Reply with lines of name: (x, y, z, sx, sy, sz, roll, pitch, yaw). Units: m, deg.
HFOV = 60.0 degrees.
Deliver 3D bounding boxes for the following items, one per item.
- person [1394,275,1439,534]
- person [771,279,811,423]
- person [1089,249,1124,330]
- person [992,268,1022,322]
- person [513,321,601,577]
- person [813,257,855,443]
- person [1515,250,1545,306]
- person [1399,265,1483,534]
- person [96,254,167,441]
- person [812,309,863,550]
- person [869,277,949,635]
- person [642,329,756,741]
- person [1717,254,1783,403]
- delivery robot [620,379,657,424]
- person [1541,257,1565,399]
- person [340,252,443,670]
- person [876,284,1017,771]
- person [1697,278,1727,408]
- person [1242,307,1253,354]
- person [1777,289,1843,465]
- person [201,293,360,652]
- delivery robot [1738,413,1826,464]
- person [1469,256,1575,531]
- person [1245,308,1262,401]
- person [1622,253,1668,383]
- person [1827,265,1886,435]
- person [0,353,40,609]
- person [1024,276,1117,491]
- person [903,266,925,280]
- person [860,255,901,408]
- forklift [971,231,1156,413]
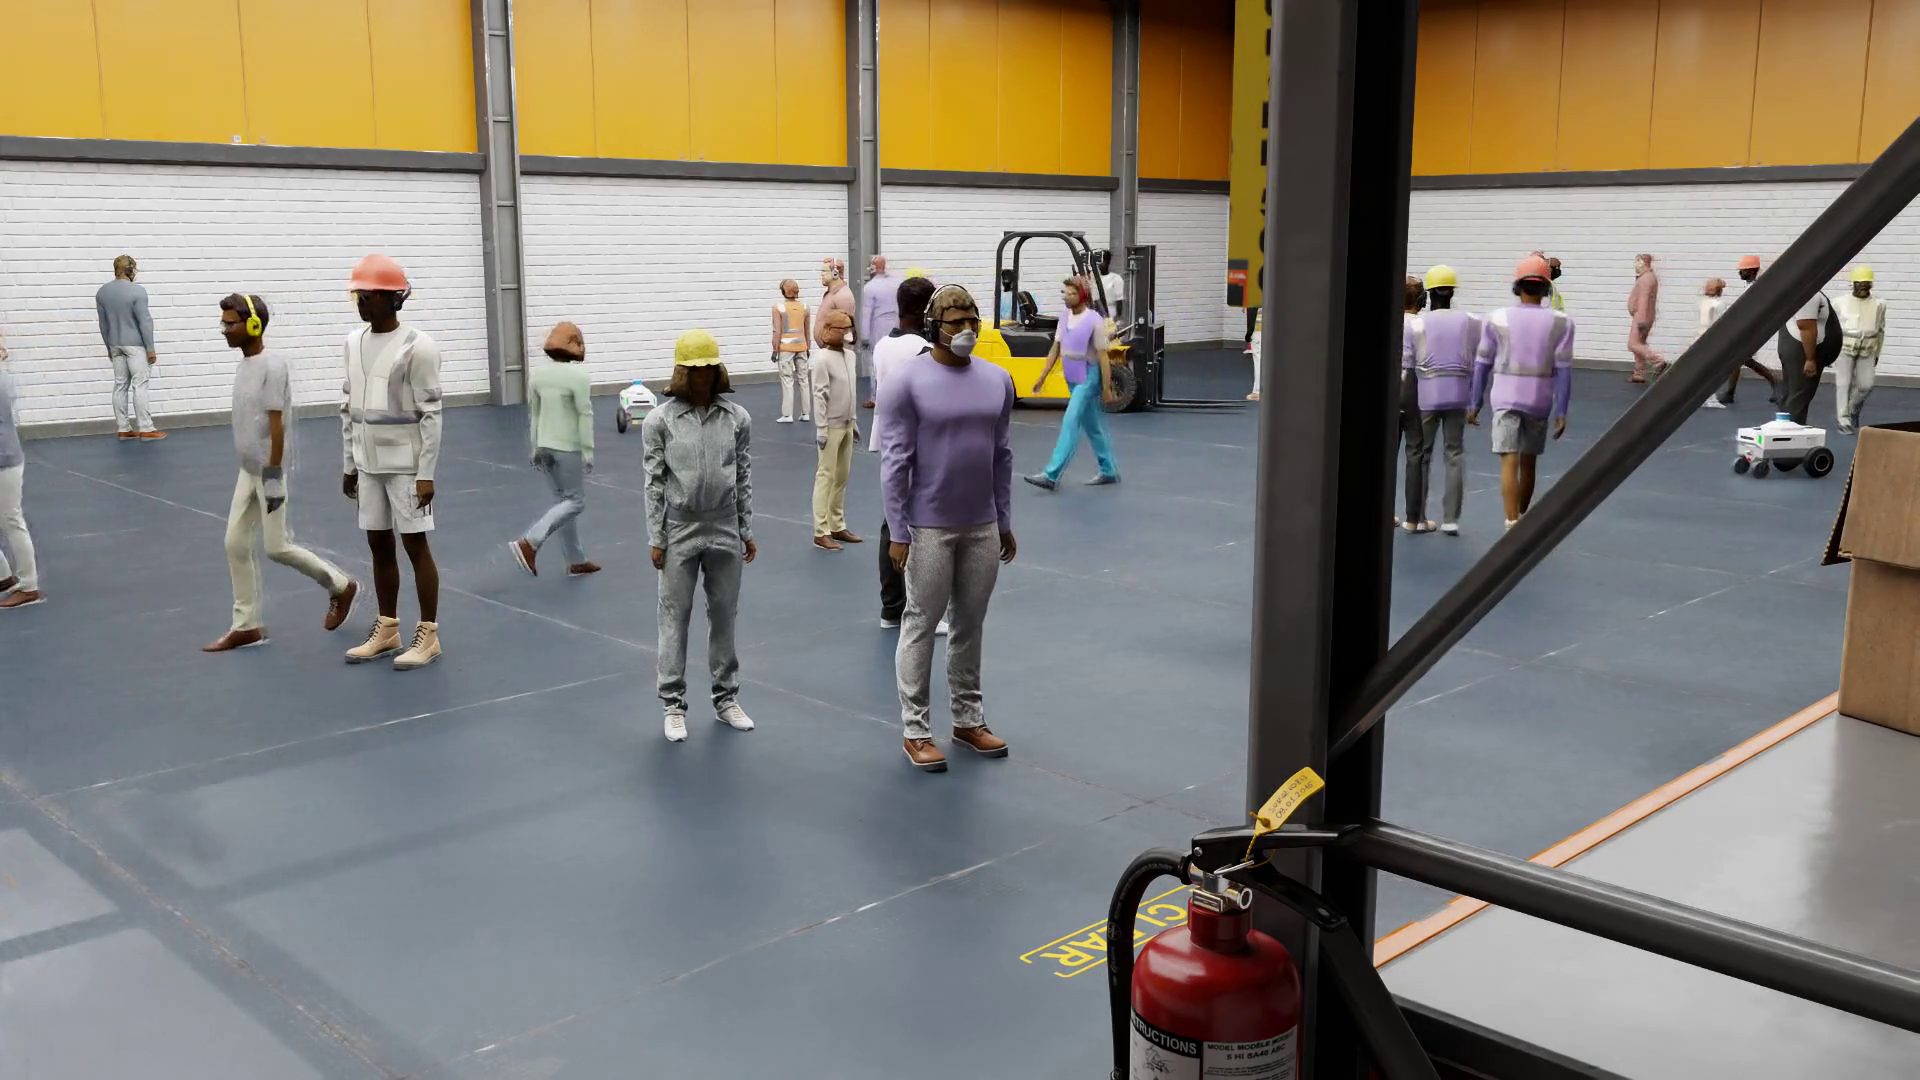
person: (3.218, -0.969, 11.959, 0.344, 1.846, 0.507, -10, 14, -44)
person: (-1.918, -2.146, 18.942, 0.518, 1.639, 0.312, -8, 13, -38)
person: (2.140, -3.245, 24.129, 0.612, 1.938, 0.858, 9, 14, 41)
person: (0.701, -2.939, 23.128, 0.531, 1.679, 0.609, 5, 11, 23)
person: (-2.514, -0.543, 10.280, 0.507, 1.609, 0.617, 7, 13, 35)
person: (-1.273, -1.884, 16.782, 0.407, 1.910, 0.639, -3, 11, -15)
person: (8.344, -3.234, 24.129, 0.410, 1.913, 0.651, -4, 11, -21)
person: (3.413, -0.990, 11.861, 0.605, 1.918, 0.407, 1, 10, 4)
person: (-8.637, -1.992, 17.304, 0.627, 1.934, 0.371, 3, 11, 17)
person: (-0.841, -0.760, 11.398, 0.266, 1.631, 0.507, 5, 11, 25)
person: (-0.270, -0.441, 8.899, 0.392, 1.914, 0.589, -6, 12, -29)
person: (-1.096, -0.023, 7.081, 0.490, 1.744, 0.295, -6, 12, -29)
person: (10.037, -2.652, 21.017, 0.857, 1.903, 0.556, 4, 11, 19)
delivery robot: (-3.522, -1.514, 18.201, 0.477, 0.478, 0.707, -3, 11, -16)
person: (7.692, -2.775, 21.819, 0.430, 1.845, 0.622, 4, 11, 20)
person: (-2.819, -0.381, 8.206, 0.608, 2.048, 0.365, 5, 12, 26)
person: (-0.034, -0.053, 6.713, 0.629, 1.940, 0.372, -7, 13, -35)
person: (9.181, -2.409, 20.438, 0.578, 1.614, 0.542, -1, 10, -6)
person: (5.328, -4.231, 29.956, 0.533, 1.772, 0.299, -4, 11, -21)
person: (7.946, -1.727, 15.563, 0.536, 2.000, 0.673, 3, 11, 15)
person: (-3.561, -0.354, 8.625, 0.539, 1.845, 0.773, 9, 14, 41)
delivery robot: (7.300, -0.887, 14.781, 0.707, 0.478, 0.477, -2, 11, -11)
person: (3.855, -0.942, 11.433, 0.632, 1.991, 1.046, 2, 11, 12)
person: (3.950, -2.718, 21.515, 0.626, 1.840, 0.430, -5, 11, -25)
person: (9.894, -3.186, 23.975, 0.543, 1.882, 0.646, 5, 12, 27)
person: (9.604, -2.038, 17.868, 0.596, 1.818, 0.457, 2, 11, 10)
person: (-5.528, -0.401, 9.467, 0.515, 1.615, 0.427, 8, 13, 38)
person: (0.969, -1.306, 13.960, 0.997, 1.788, 0.577, -5, 11, -24)
person: (-0.507, -2.692, 21.659, 0.820, 1.736, 0.533, -2, 11, -11)
person: (-0.972, -2.549, 20.433, 0.466, 1.889, 0.659, 9, 14, 41)
forklift: (1.222, -2.721, 20.561, 2.313, 2.155, 1.214, 2, 11, 13)
